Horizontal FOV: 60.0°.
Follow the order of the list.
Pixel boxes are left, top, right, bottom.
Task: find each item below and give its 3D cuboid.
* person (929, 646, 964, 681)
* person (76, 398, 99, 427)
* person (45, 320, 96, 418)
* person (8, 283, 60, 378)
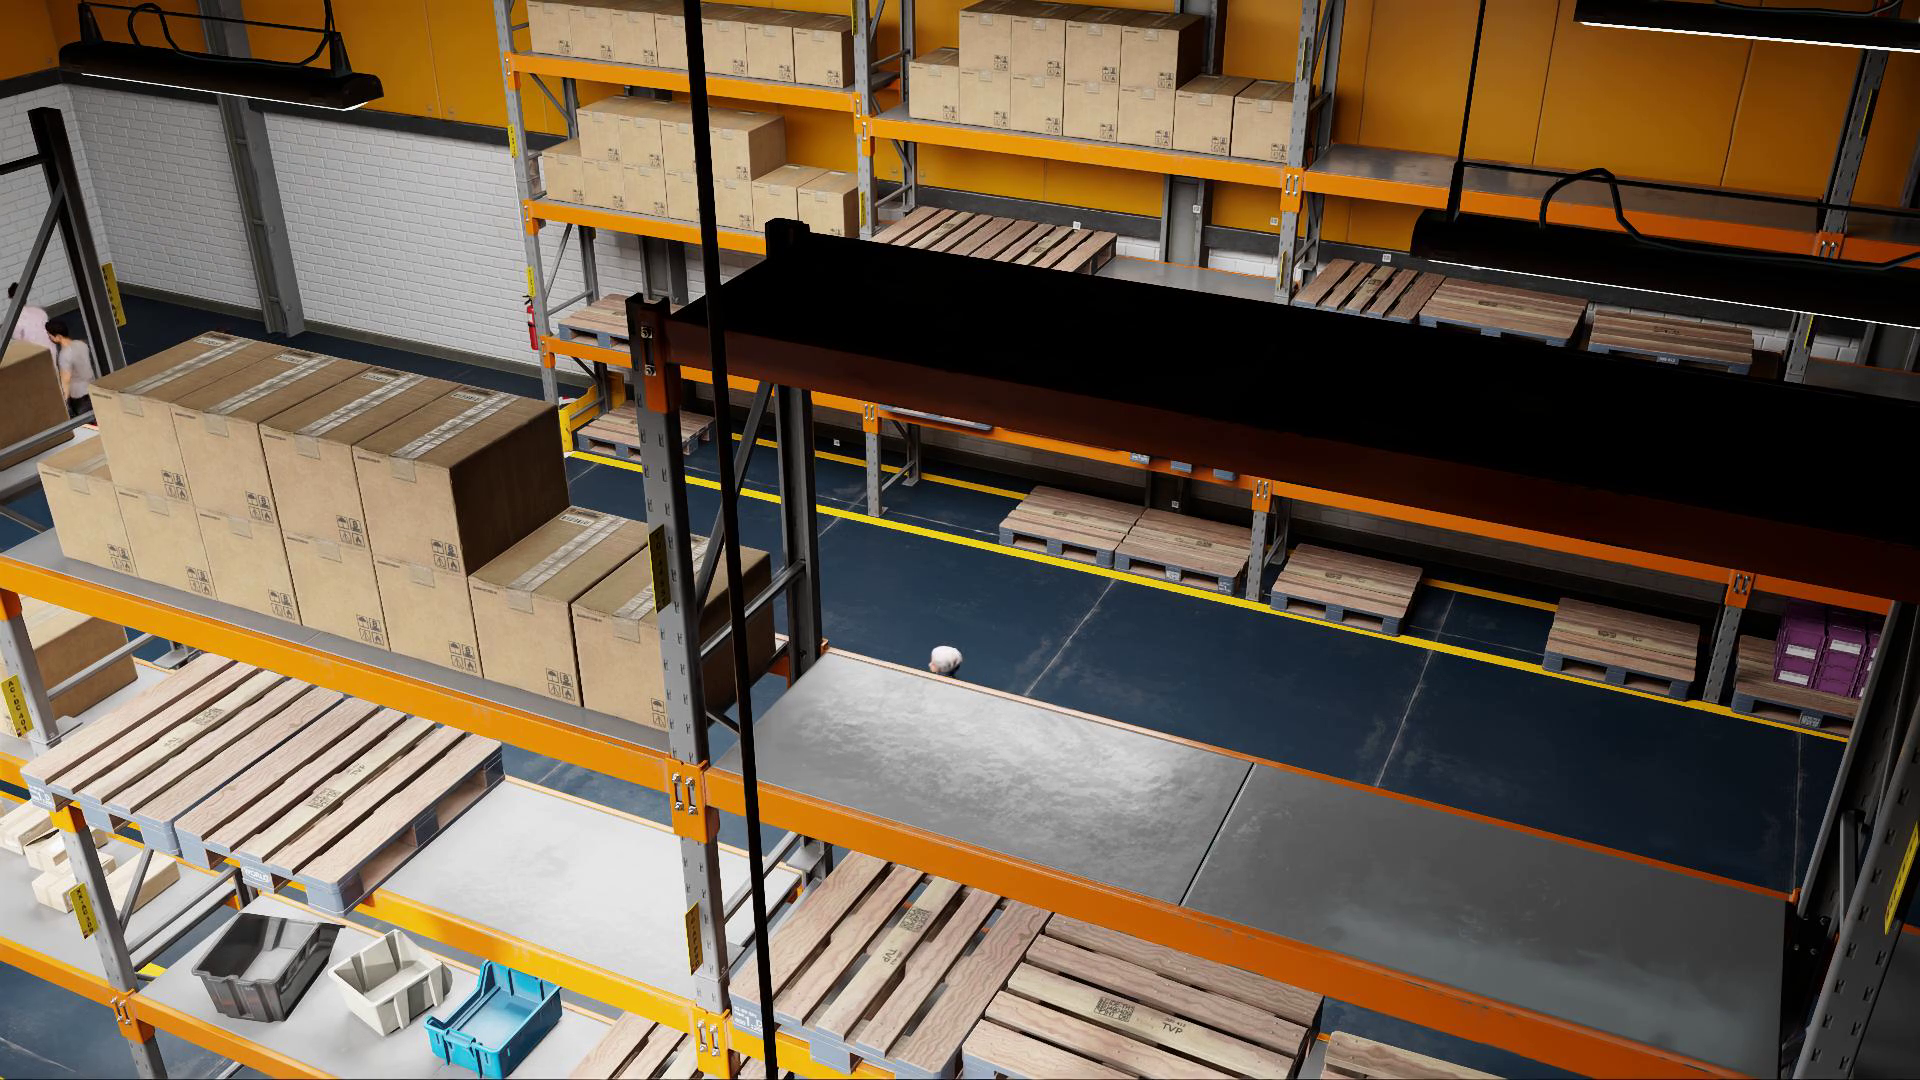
[{"bbox_3d":[-0.051,1.567,12.120,1.100,1.770,0.973,1,29,1],"label":"person"},{"bbox_3d":[-8.169,-0.655,16.147,1.052,1.597,1.025,-8,30,-14],"label":"person"},{"bbox_3d":[-9.257,-1.551,17.683,0.704,1.699,0.706,2,29,4],"label":"person"},{"bbox_3d":[-10.234,-2.010,18.489,0.773,1.733,0.704,14,32,24],"label":"person"}]
